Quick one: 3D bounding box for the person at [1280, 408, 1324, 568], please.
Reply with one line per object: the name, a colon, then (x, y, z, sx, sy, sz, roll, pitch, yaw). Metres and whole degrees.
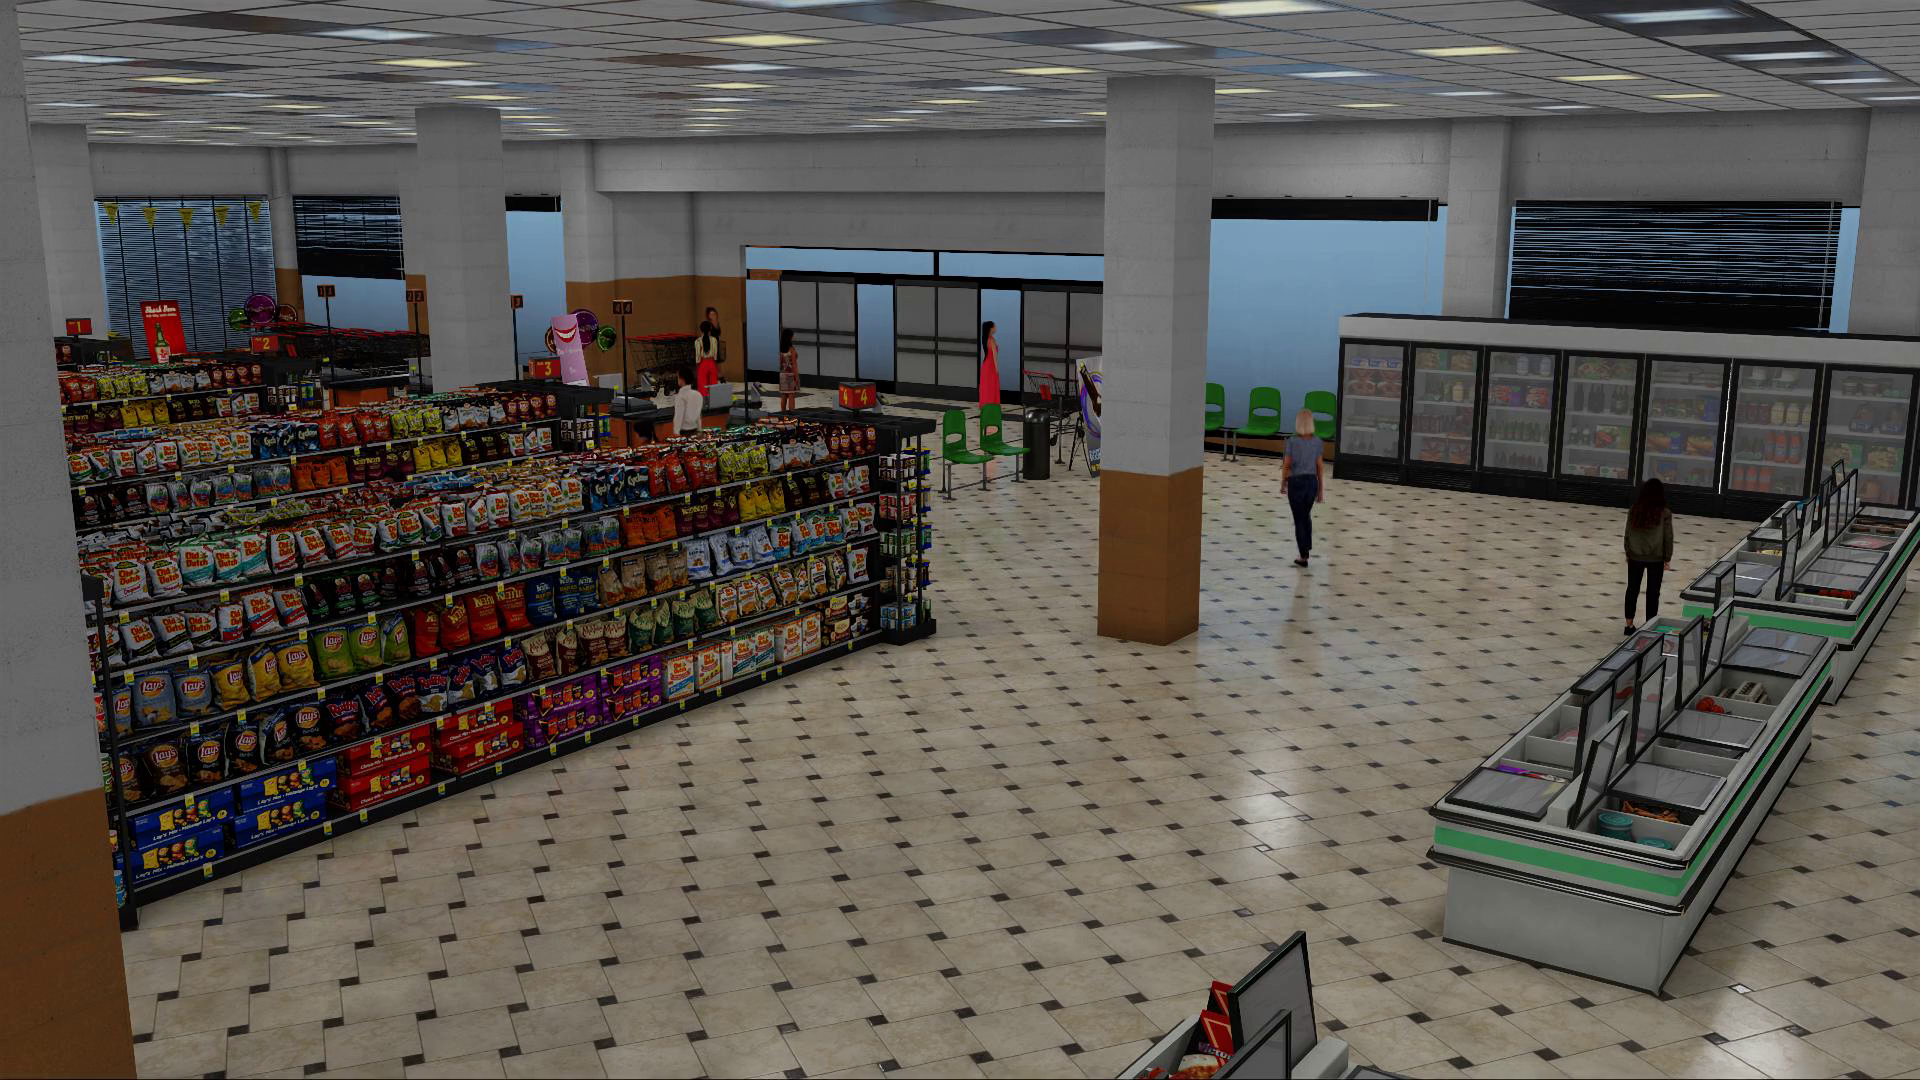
person: (3.735, -0.544, 17.986, 0.747, 1.704, 0.806, -2, 12, -10)

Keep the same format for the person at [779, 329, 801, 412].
person: (-3.019, -2.885, 29.243, 0.623, 1.645, 0.702, -10, 15, -39)

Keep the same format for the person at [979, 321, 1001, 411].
person: (0.539, -3.096, 30.044, 0.709, 1.728, 0.701, -7, 14, -29)

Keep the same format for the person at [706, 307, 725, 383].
person: (-4.798, -3.593, 32.232, 0.745, 1.799, 0.566, 4, 12, 16)

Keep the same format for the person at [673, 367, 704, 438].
person: (-3.436, -1.295, 21.383, 0.941, 1.773, 1.173, 4, 13, 19)

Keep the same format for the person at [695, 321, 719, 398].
person: (-4.440, -2.948, 29.181, 0.590, 1.793, 0.723, -8, 14, -32)

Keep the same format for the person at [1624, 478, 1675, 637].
person: (6.278, 0.157, 15.205, 0.589, 1.476, 0.523, 10, 15, 38)
